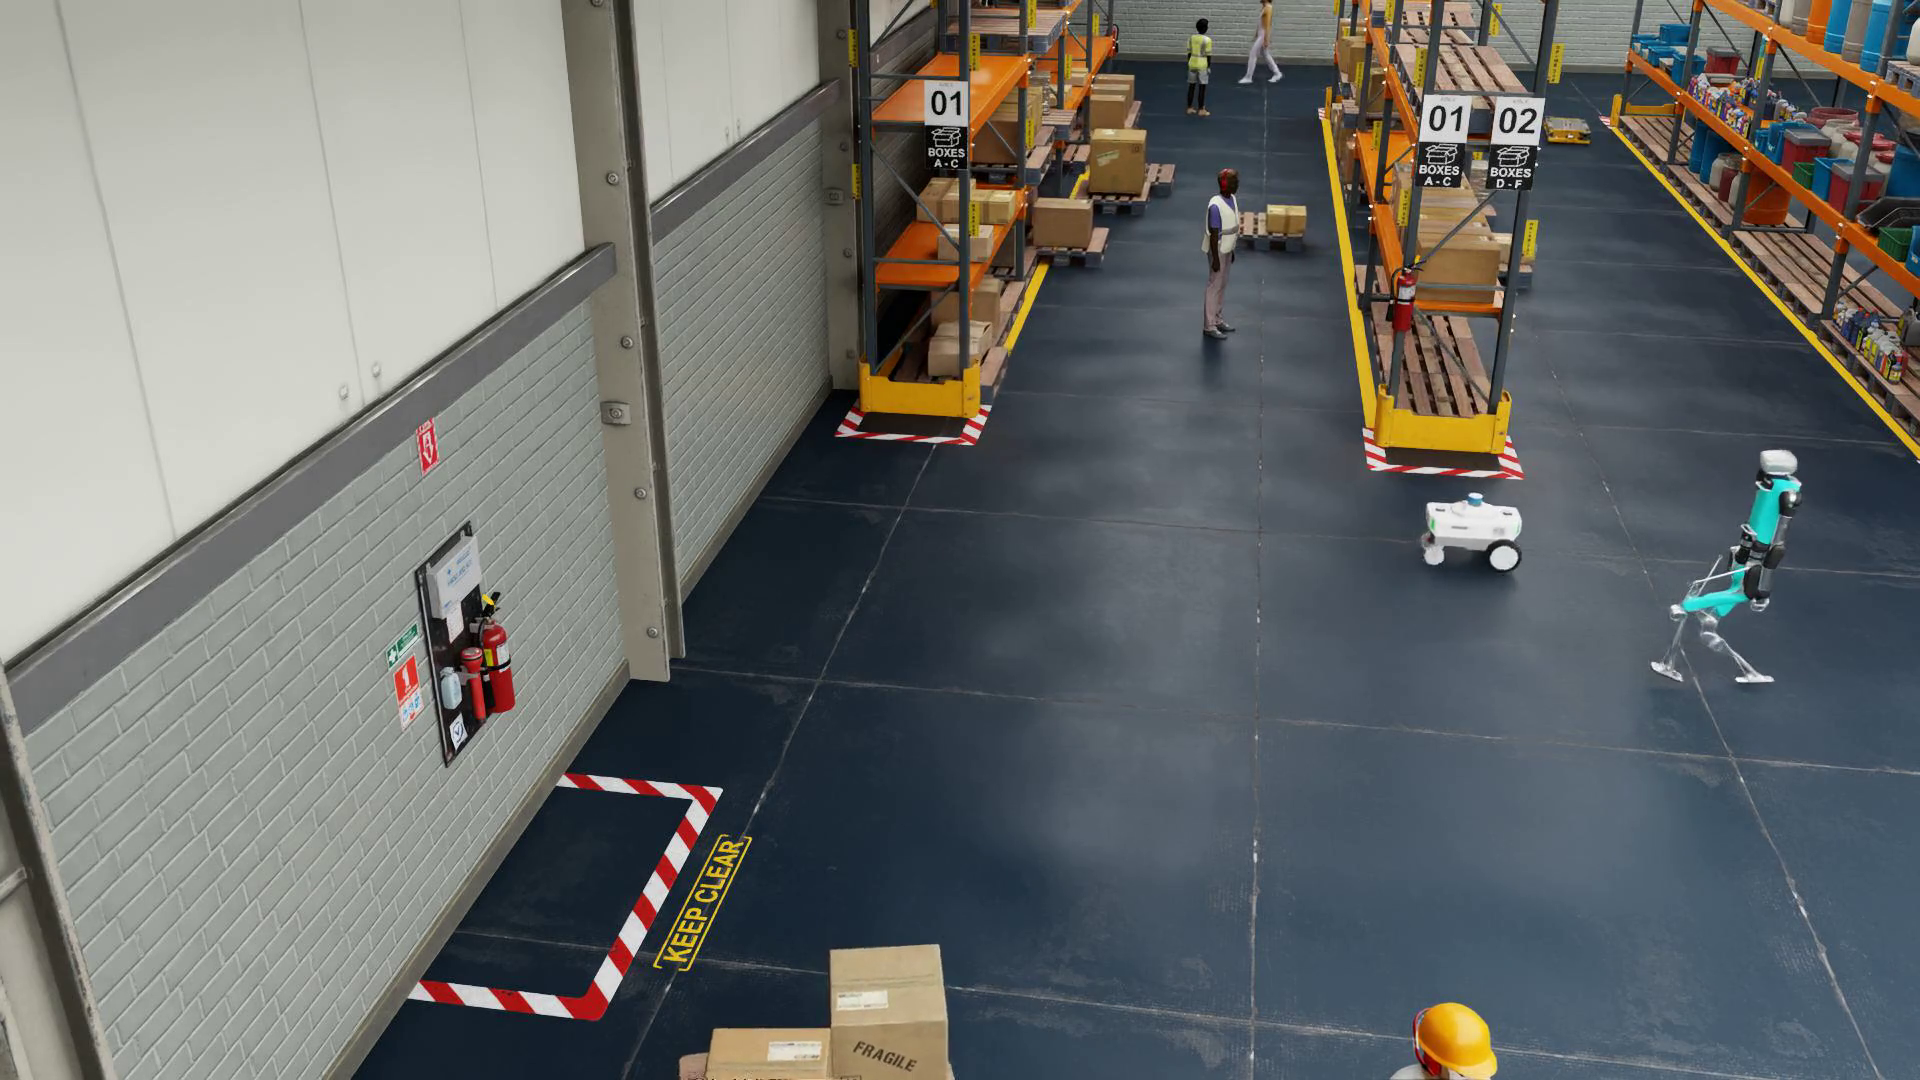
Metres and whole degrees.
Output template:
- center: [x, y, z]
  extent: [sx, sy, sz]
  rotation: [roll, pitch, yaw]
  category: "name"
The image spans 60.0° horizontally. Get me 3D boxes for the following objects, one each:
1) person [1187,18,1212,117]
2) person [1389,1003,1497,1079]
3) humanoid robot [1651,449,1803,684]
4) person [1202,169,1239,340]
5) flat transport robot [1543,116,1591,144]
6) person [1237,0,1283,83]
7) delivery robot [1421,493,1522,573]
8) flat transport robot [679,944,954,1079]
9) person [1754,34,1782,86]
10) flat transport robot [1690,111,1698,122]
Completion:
- center: [4.280, -8.453, 29.761]
  extent: [0.322, 1.696, 0.534]
  rotation: [-21, 32, -37]
  category: "person"
- center: [1.703, 2.476, 6.154]
  extent: [0.577, 1.888, 0.379]
  rotation: [-9, 27, -19]
  category: "person"
- center: [5.098, 0.233, 11.183]
  extent: [1.037, 1.769, 0.545]
  rotation: [2, 25, 5]
  category: "humanoid robot"
- center: [2.856, -3.149, 18.231]
  extent: [0.390, 1.849, 0.565]
  rotation: [12, 27, 23]
  category: "person"
- center: [10.300, -6.954, 28.241]
  extent: [0.659, 0.231, 1.431]
  rotation: [6, 26, 13]
  category: "flat transport robot"
- center: [5.978, -9.943, 32.815]
  extent: [0.877, 1.827, 0.542]
  rotation: [2, 25, 4]
  category: "person"
- center: [4.078, -0.071, 13.193]
  extent: [0.812, 0.611, 0.499]
  rotation: [3, 25, 7]
  category: "delivery robot"
- center: [-0.594, 2.815, 7.333]
  extent: [0.659, 0.231, 1.431]
  rotation: [-4, 25, -9]
  category: "flat transport robot"
- center: [15.849, -9.803, 32.570]
  extent: [0.324, 1.768, 0.524]
  rotation: [-18, 30, -33]
  category: "person"
- center: [13.326, -7.468, 29.341]
  extent: [0.659, 0.231, 1.431]
  rotation: [7, 26, 14]
  category: "flat transport robot"
